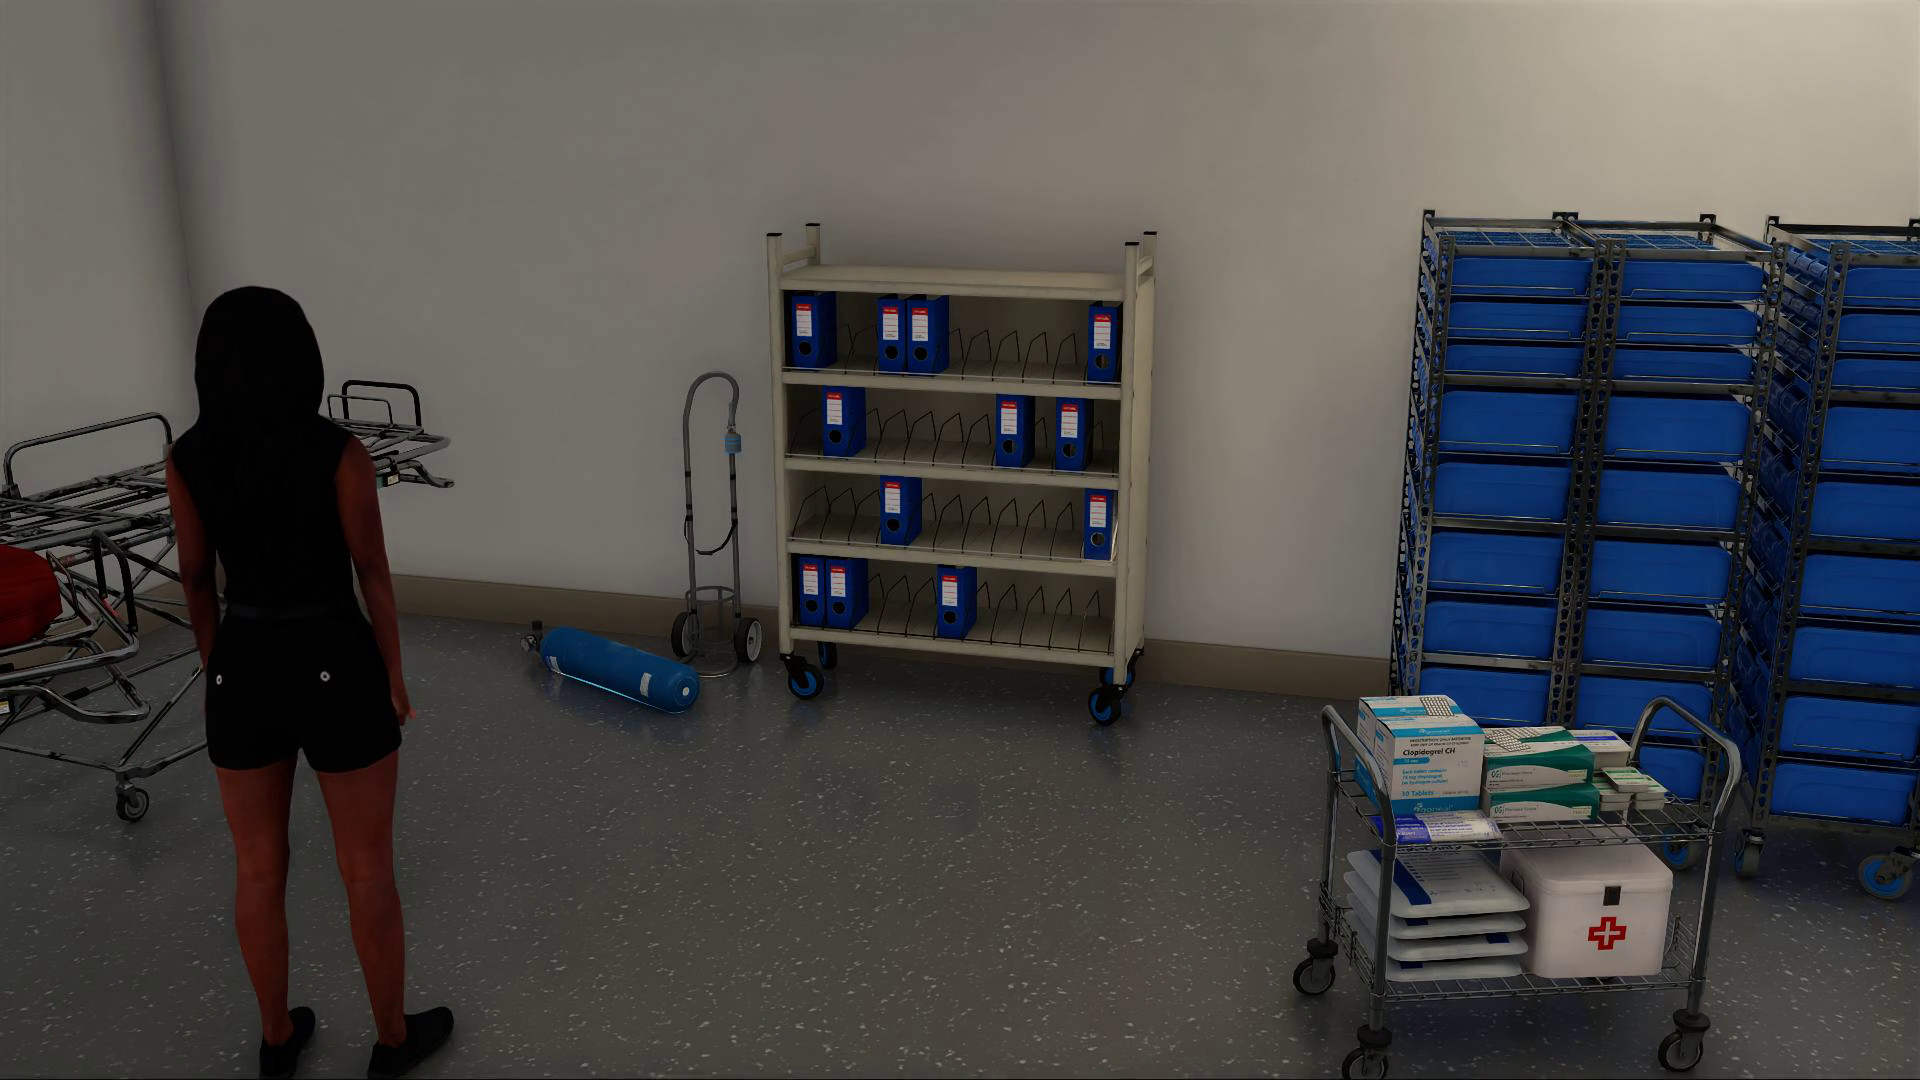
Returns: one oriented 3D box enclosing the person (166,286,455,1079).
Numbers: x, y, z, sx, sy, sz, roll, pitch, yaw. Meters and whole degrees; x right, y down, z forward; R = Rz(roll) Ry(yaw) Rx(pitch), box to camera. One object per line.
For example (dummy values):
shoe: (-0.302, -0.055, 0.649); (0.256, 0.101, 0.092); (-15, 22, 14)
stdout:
person: (-1.405, 0.333, 3.532); (0.638, 1.741, 0.577); (1, 16, 2)
